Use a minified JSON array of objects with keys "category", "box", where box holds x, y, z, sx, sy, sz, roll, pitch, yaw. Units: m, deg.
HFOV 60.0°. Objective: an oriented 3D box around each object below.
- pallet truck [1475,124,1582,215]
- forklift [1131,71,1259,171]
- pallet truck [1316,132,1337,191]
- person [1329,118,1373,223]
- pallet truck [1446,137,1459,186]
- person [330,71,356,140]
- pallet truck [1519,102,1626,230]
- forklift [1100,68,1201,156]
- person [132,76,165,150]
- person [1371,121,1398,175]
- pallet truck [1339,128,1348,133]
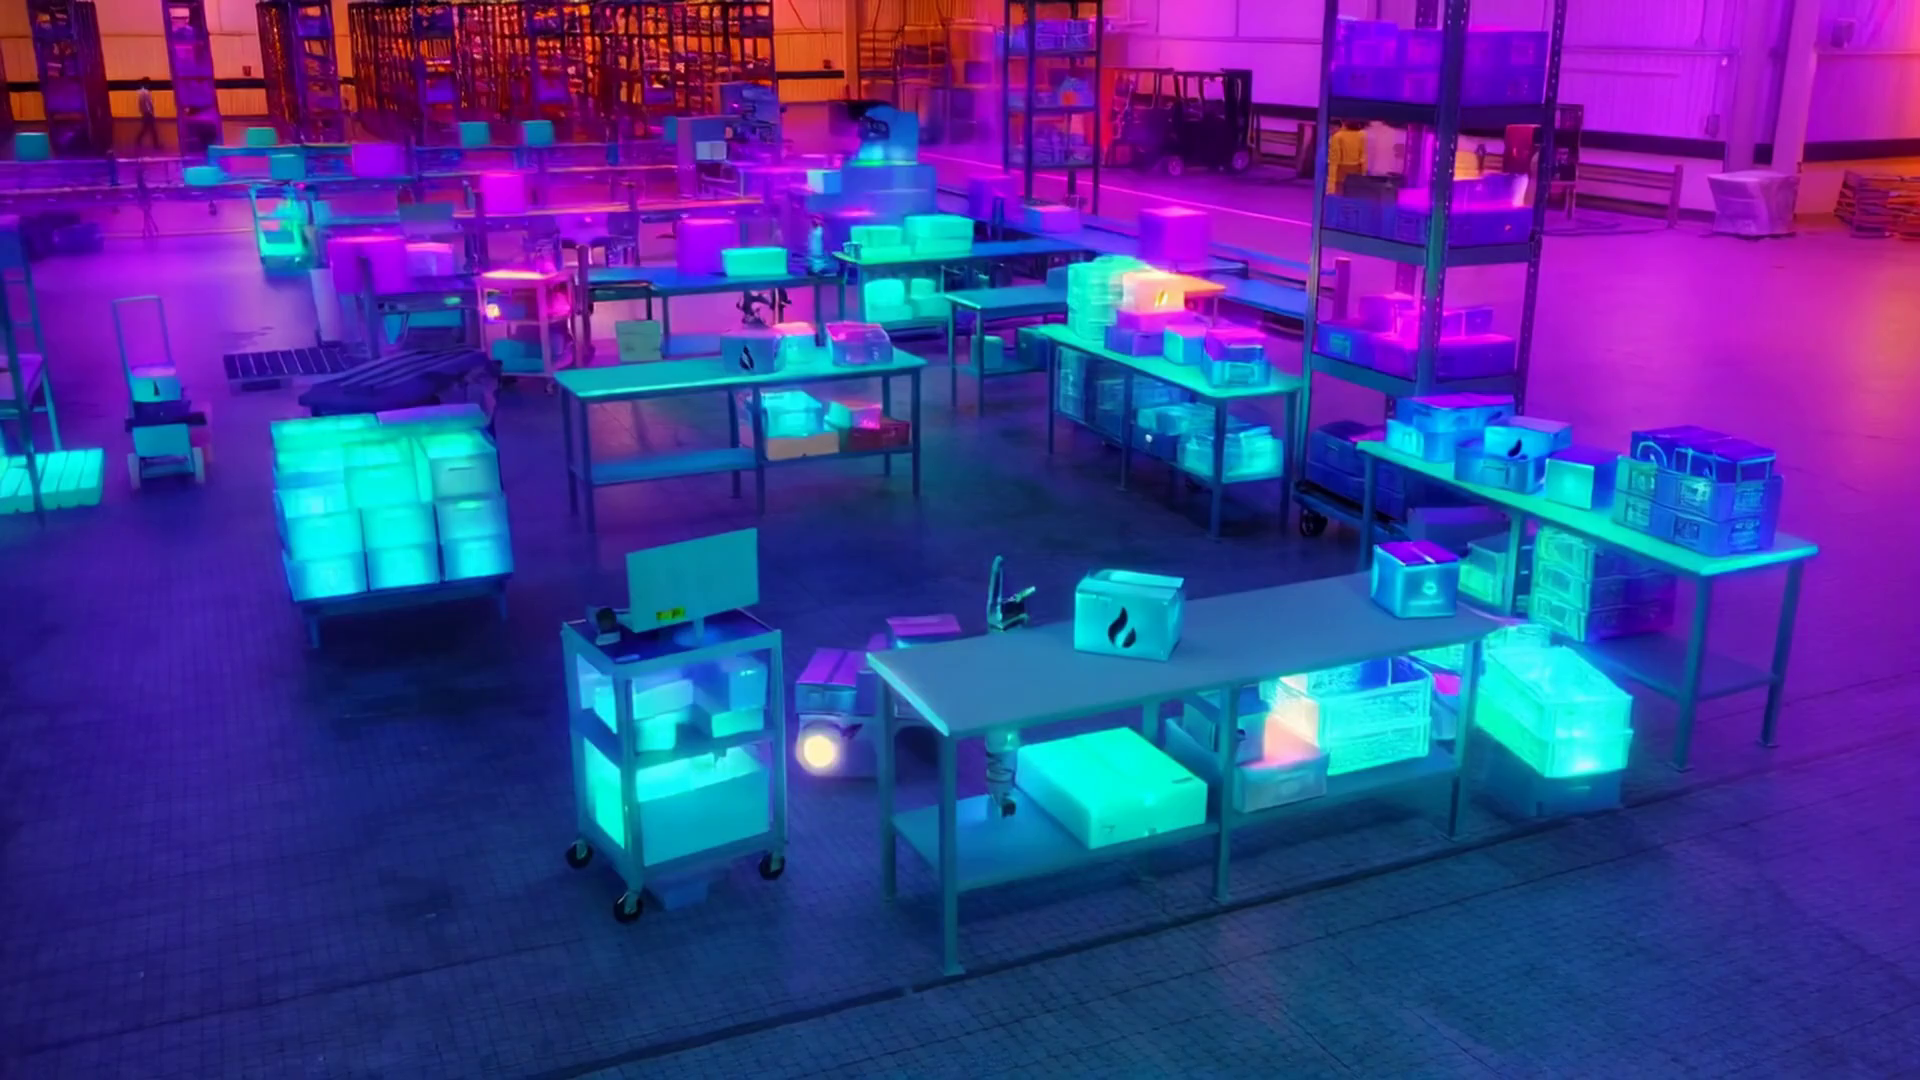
[{"category":"pallet truck","box":[9.707,-6.455,28.103,1.885,1.965,0.823,-7,19,-20]},{"category":"forklift","box":[4.998,-8.936,35.413,2.680,1.987,1.157,-9,20,-25]},{"category":"pallet truck","box":[7.723,-7.504,32.656,1.601,1.201,0.680,-8,19,-23]},{"category":"person","box":[5.738,-5.332,24.487,0.605,2.045,0.378,4,18,12]},{"category":"pallet truck","box":[9.184,-6.485,29.328,1.630,1.274,0.653,-8,19,-23]},{"category":"person","box":[-16.750,-11.787,45.165,0.591,1.833,0.404,-6,18,-17]},{"category":"pallet truck","box":[9.972,-6.037,26.785,1.885,1.965,0.823,-9,20,-25]},{"category":"forklift","box":[4.082,-9.564,37.410,2.680,1.987,1.157,-8,19,-23]},{"category":"person","box":[-20.609,-10.786,42.033,0.661,1.824,0.566,-5,18,-16]},{"category":"person","box":[6.846,-5.989,26.881,1.021,1.857,0.659,11,21,31]},{"category":"pallet truck","box":[7.845,-7.140,31.411,1.522,1.261,0.704,-9,20,-25]}]
